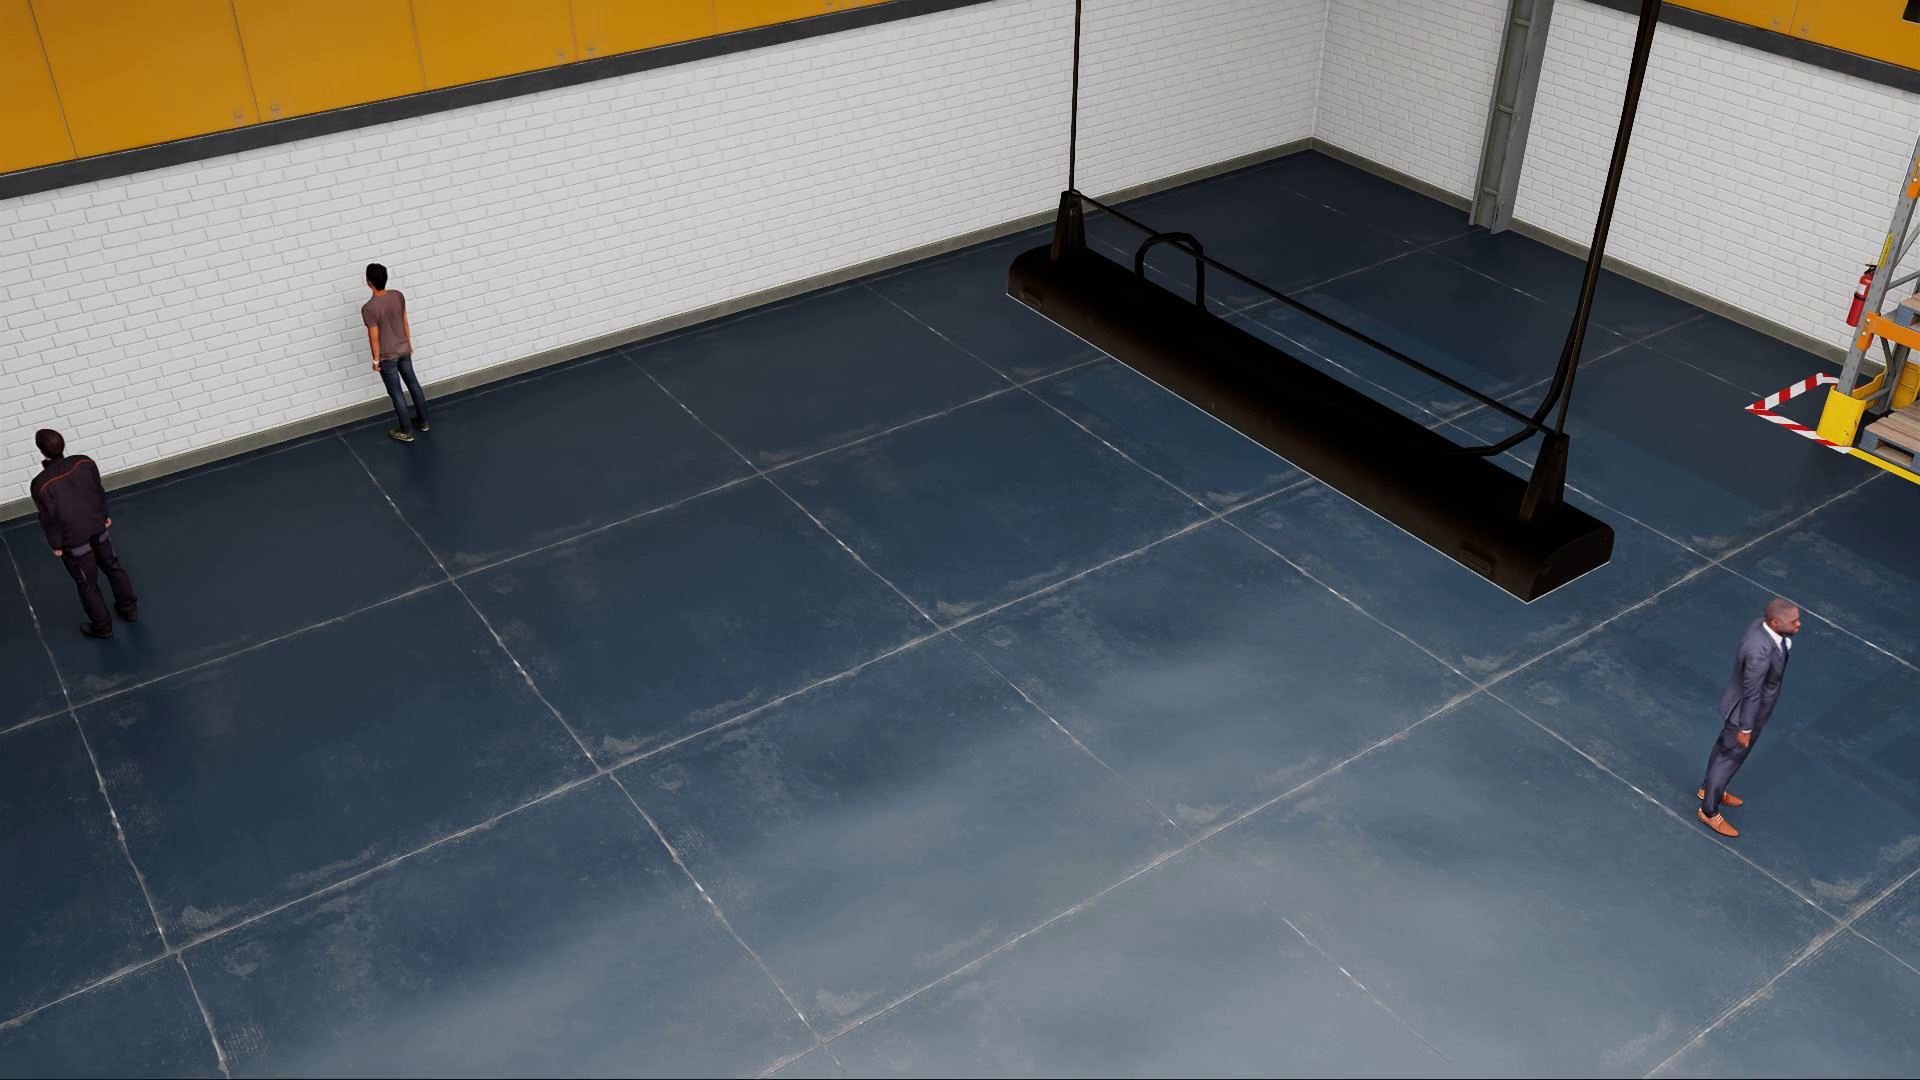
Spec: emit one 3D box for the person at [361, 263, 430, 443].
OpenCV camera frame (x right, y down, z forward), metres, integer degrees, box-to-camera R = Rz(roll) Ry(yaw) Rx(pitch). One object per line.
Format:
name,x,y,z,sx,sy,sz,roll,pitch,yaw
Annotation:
person,-5.325,-1.772,15.652,0.670,1.779,0.692,20,39,27

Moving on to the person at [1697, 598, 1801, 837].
person,5.310,1.141,11.228,0.770,1.824,0.789,16,37,23

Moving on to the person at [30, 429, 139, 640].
person,-6.883,-0.065,13.030,0.767,1.839,0.797,16,37,22
